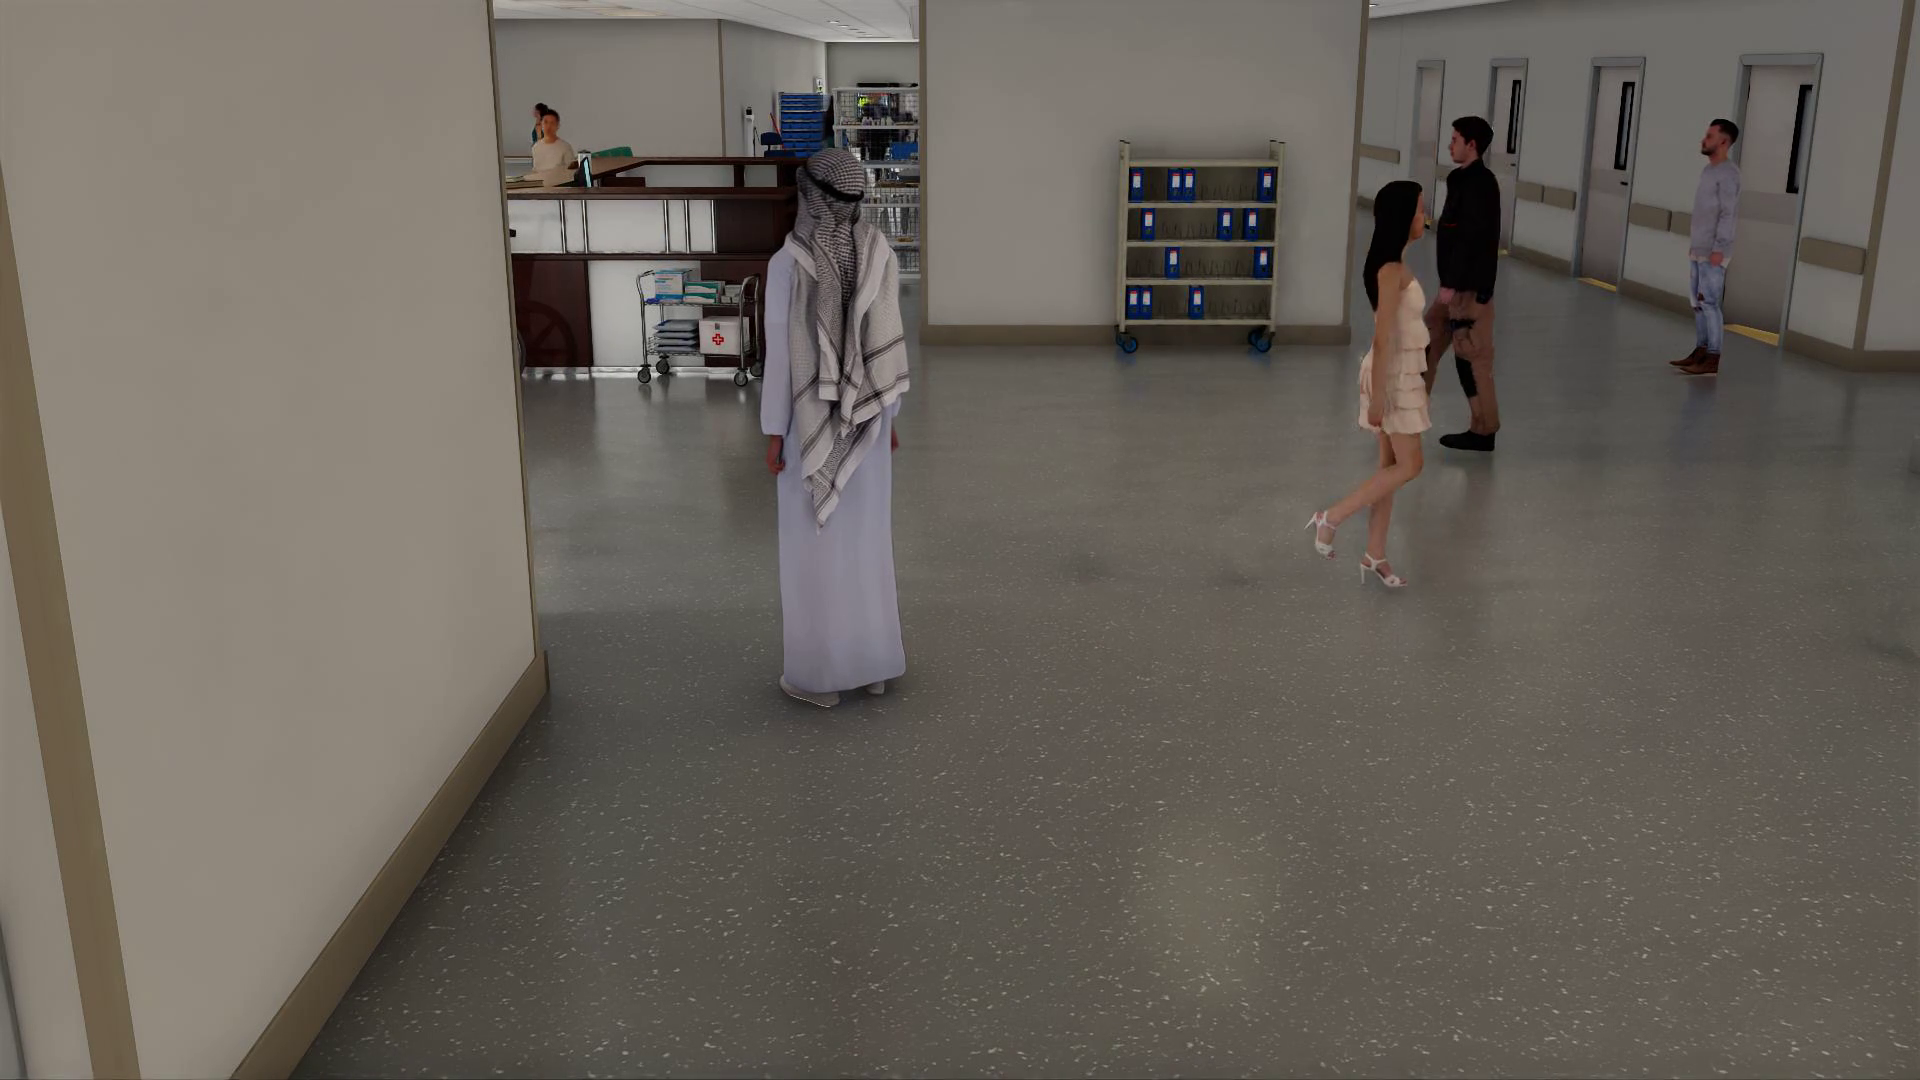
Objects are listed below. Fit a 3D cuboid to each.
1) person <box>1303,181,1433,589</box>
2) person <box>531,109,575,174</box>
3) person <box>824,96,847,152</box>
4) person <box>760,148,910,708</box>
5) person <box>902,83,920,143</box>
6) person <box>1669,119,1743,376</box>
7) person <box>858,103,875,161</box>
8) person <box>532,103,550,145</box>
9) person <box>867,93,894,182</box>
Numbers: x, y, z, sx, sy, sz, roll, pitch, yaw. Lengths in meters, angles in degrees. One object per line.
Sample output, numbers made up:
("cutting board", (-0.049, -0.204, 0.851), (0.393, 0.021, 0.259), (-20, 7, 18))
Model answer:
("person", (1.735, -0.635, 7.035), (0.782, 1.727, 0.657), (3, 16, 12))
("person", (-4.026, -3.408, 16.794), (1.154, 1.769, 0.953), (5, 17, 17))
("person", (-2.389, -7.554, 31.654), (1.063, 1.686, 0.792), (2, 16, 8))
("person", (-0.435, -0.377, 5.760), (0.756, 1.923, 0.858), (-9, 18, -30))
("person", (-1.410, -11.520, 45.428), (1.057, 1.844, 0.991), (-11, 19, -33))
("person", (5.516, -2.148, 12.202), (0.564, 1.836, 0.685), (2, 16, 6))
("person", (-2.178, -9.459, 38.837), (0.618, 1.455, 0.719), (6, 17, 21))
("person", (-6.527, -5.947, 25.953), (0.491, 1.686, 0.546), (-1, 16, -3))
("person", (-1.518, -7.522, 31.306), (1.277, 1.813, 0.891), (-4, 16, -13))
